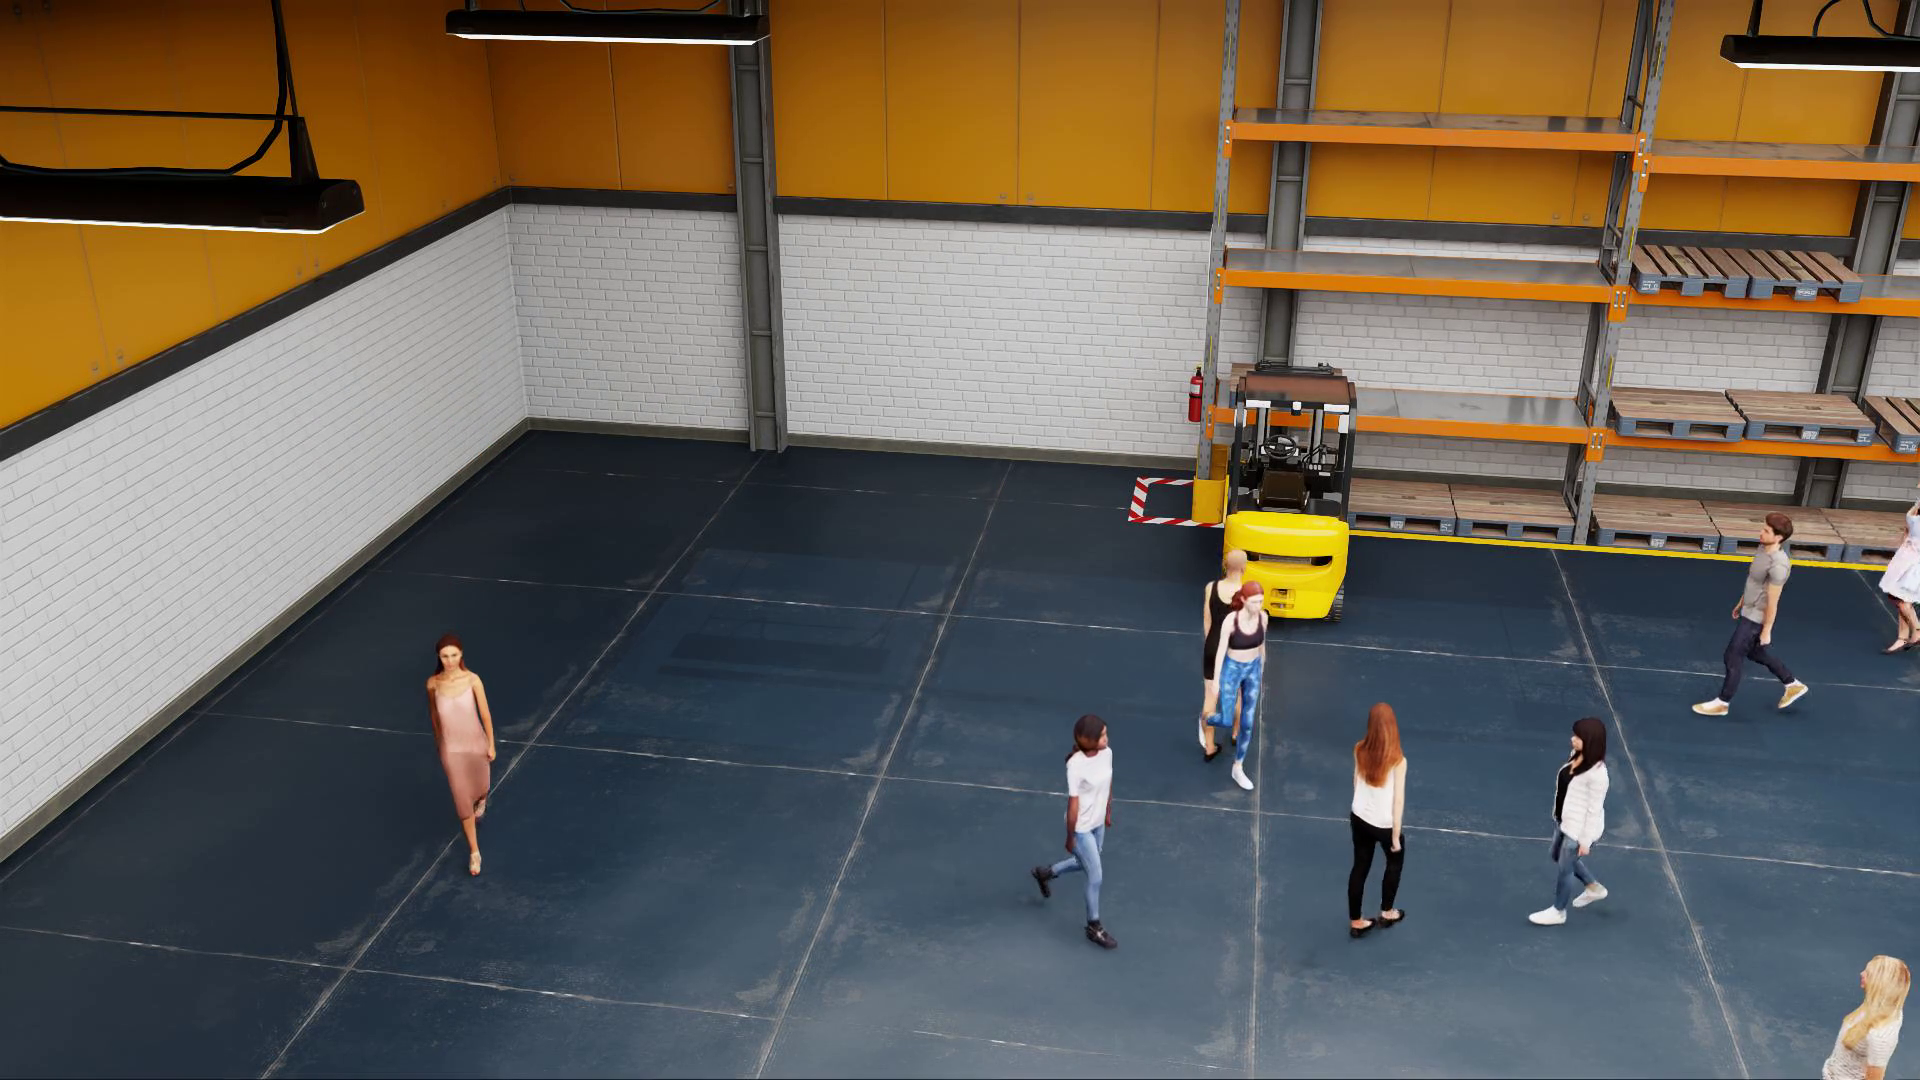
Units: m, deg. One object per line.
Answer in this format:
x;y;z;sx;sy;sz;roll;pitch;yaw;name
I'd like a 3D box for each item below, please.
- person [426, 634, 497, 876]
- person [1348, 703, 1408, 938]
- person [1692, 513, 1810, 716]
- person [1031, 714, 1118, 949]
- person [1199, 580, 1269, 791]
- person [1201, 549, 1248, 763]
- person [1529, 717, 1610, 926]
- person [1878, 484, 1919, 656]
-3.610;1.482;12.149;1.122;1.797;0.932;-5;24;-12;person
2.752;1.941;11.224;0.865;1.696;0.808;-18;30;-36;person
6.780;0.651;13.960;1.146;1.868;0.687;5;24;12;person
0.790;1.917;11.274;1.098;1.701;0.902;18;29;35;person
2.165;1.077;13.112;0.977;1.767;0.930;-8;25;-18;person
2.088;0.964;13.340;0.826;1.792;0.871;13;27;28;person
4.292;1.919;11.360;0.827;1.627;0.706;0;24;-1;person
8.705;0.238;14.983;0.752;1.806;0.649;4;24;10;person
